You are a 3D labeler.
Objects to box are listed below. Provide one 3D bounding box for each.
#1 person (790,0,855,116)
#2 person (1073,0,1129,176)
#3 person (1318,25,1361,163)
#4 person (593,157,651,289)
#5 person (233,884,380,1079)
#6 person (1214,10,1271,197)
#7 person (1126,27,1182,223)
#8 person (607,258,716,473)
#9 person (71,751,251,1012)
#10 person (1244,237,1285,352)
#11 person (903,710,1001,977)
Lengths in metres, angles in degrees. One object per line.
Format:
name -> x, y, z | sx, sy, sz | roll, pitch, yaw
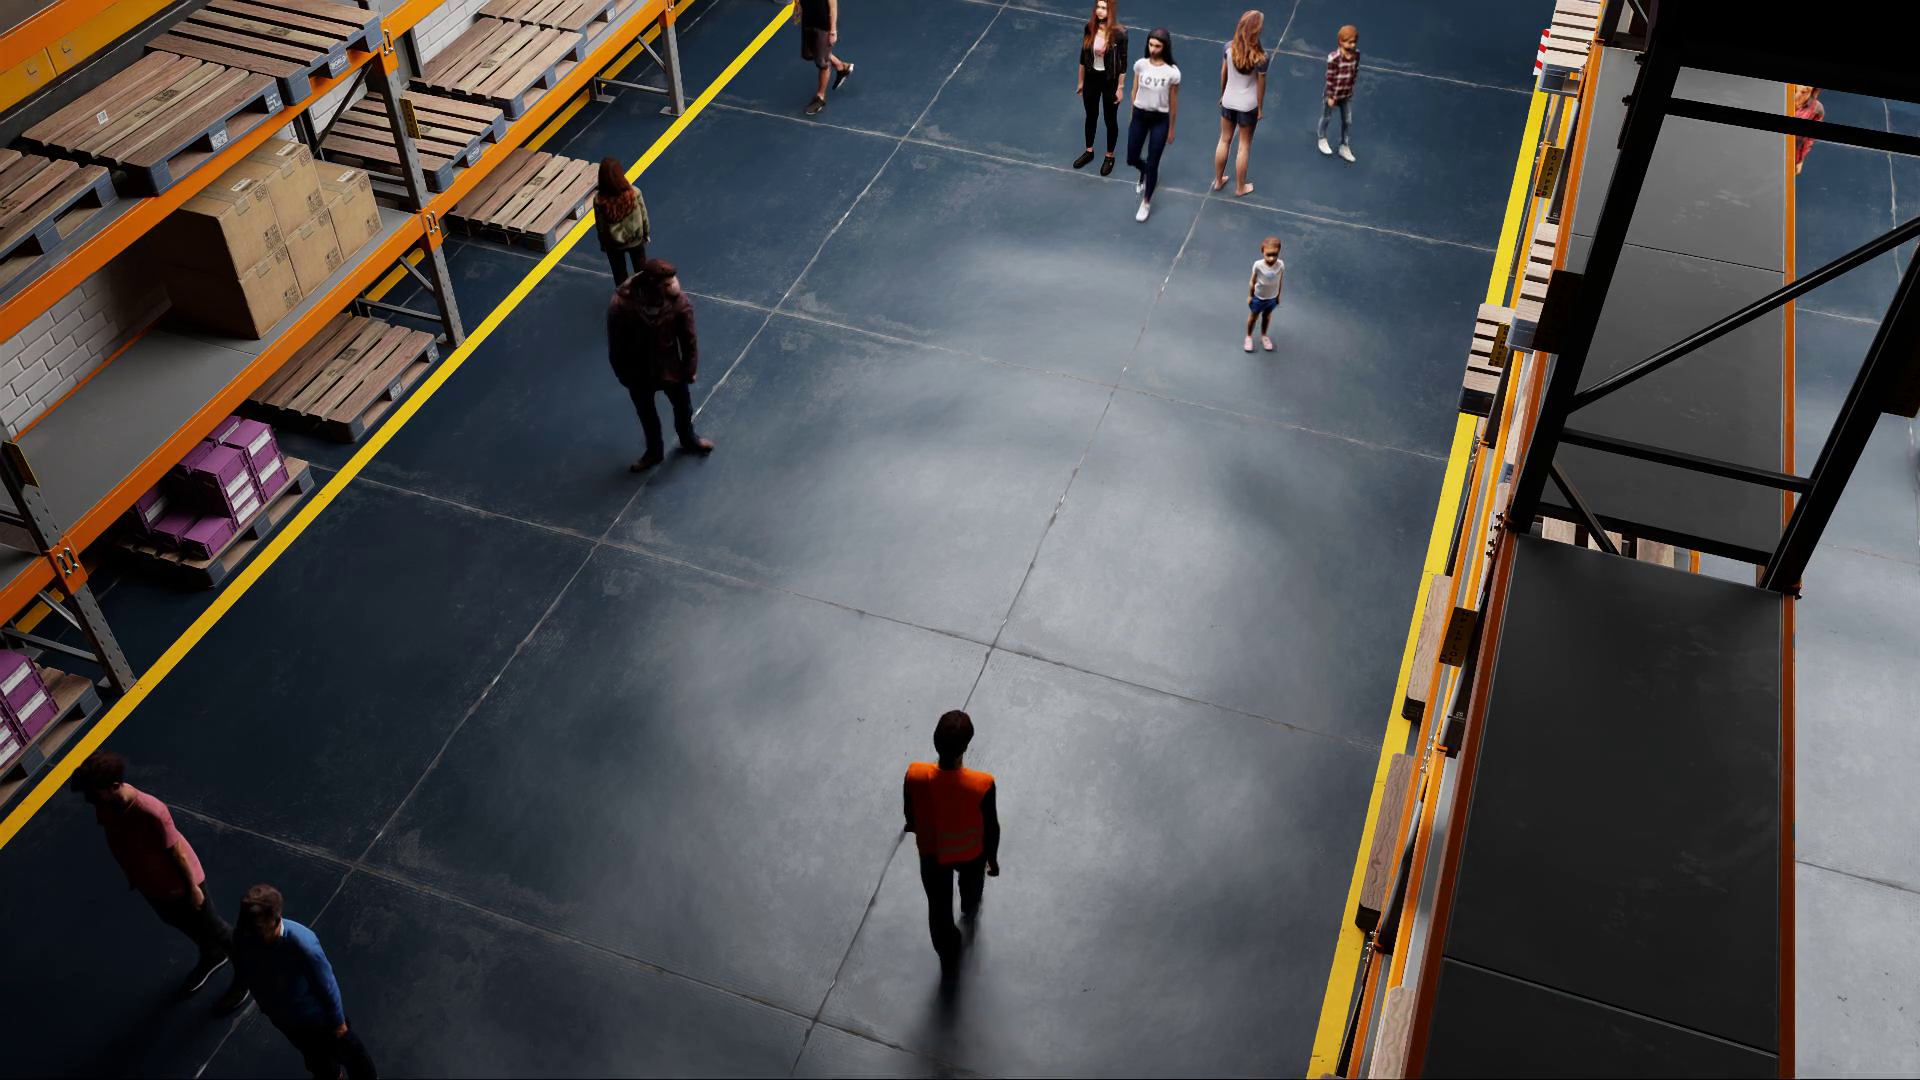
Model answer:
person -> -1.293, -4.965, 15.897 | 1.064, 1.827, 0.954 | -28, 50, -26
person -> 1.306, -4.179, 15.155 | 0.638, 1.713, 0.567 | 21, 47, 21
person -> 3.484, -4.211, 15.493 | 0.718, 1.293, 0.792 | -13, 45, -13
person -> -2.722, -2.434, 13.495 | 0.655, 1.476, 0.697 | -14, 45, -14
person -> -3.277, 2.292, 8.282 | 0.654, 1.824, 0.575 | 12, 45, 12
person -> 2.498, -3.888, 14.837 | 0.647, 1.730, 0.627 | 27, 50, 25
person -> 1.707, -3.684, 14.599 | 0.602, 1.763, 0.766 | 16, 46, 16
person -> -2.260, -1.264, 12.020 | 0.915, 1.817, 0.869 | 5, 44, 5
person -> -4.157, 1.750, 8.754 | 0.624, 1.956, 0.541 | 14, 45, 14
person -> 2.448, -1.986, 13.356 | 0.477, 1.019, 0.508 | -3, 44, -3
person -> -0.056, 1.701, 8.873 | 0.841, 1.863, 1.032 | 5, 44, 5
